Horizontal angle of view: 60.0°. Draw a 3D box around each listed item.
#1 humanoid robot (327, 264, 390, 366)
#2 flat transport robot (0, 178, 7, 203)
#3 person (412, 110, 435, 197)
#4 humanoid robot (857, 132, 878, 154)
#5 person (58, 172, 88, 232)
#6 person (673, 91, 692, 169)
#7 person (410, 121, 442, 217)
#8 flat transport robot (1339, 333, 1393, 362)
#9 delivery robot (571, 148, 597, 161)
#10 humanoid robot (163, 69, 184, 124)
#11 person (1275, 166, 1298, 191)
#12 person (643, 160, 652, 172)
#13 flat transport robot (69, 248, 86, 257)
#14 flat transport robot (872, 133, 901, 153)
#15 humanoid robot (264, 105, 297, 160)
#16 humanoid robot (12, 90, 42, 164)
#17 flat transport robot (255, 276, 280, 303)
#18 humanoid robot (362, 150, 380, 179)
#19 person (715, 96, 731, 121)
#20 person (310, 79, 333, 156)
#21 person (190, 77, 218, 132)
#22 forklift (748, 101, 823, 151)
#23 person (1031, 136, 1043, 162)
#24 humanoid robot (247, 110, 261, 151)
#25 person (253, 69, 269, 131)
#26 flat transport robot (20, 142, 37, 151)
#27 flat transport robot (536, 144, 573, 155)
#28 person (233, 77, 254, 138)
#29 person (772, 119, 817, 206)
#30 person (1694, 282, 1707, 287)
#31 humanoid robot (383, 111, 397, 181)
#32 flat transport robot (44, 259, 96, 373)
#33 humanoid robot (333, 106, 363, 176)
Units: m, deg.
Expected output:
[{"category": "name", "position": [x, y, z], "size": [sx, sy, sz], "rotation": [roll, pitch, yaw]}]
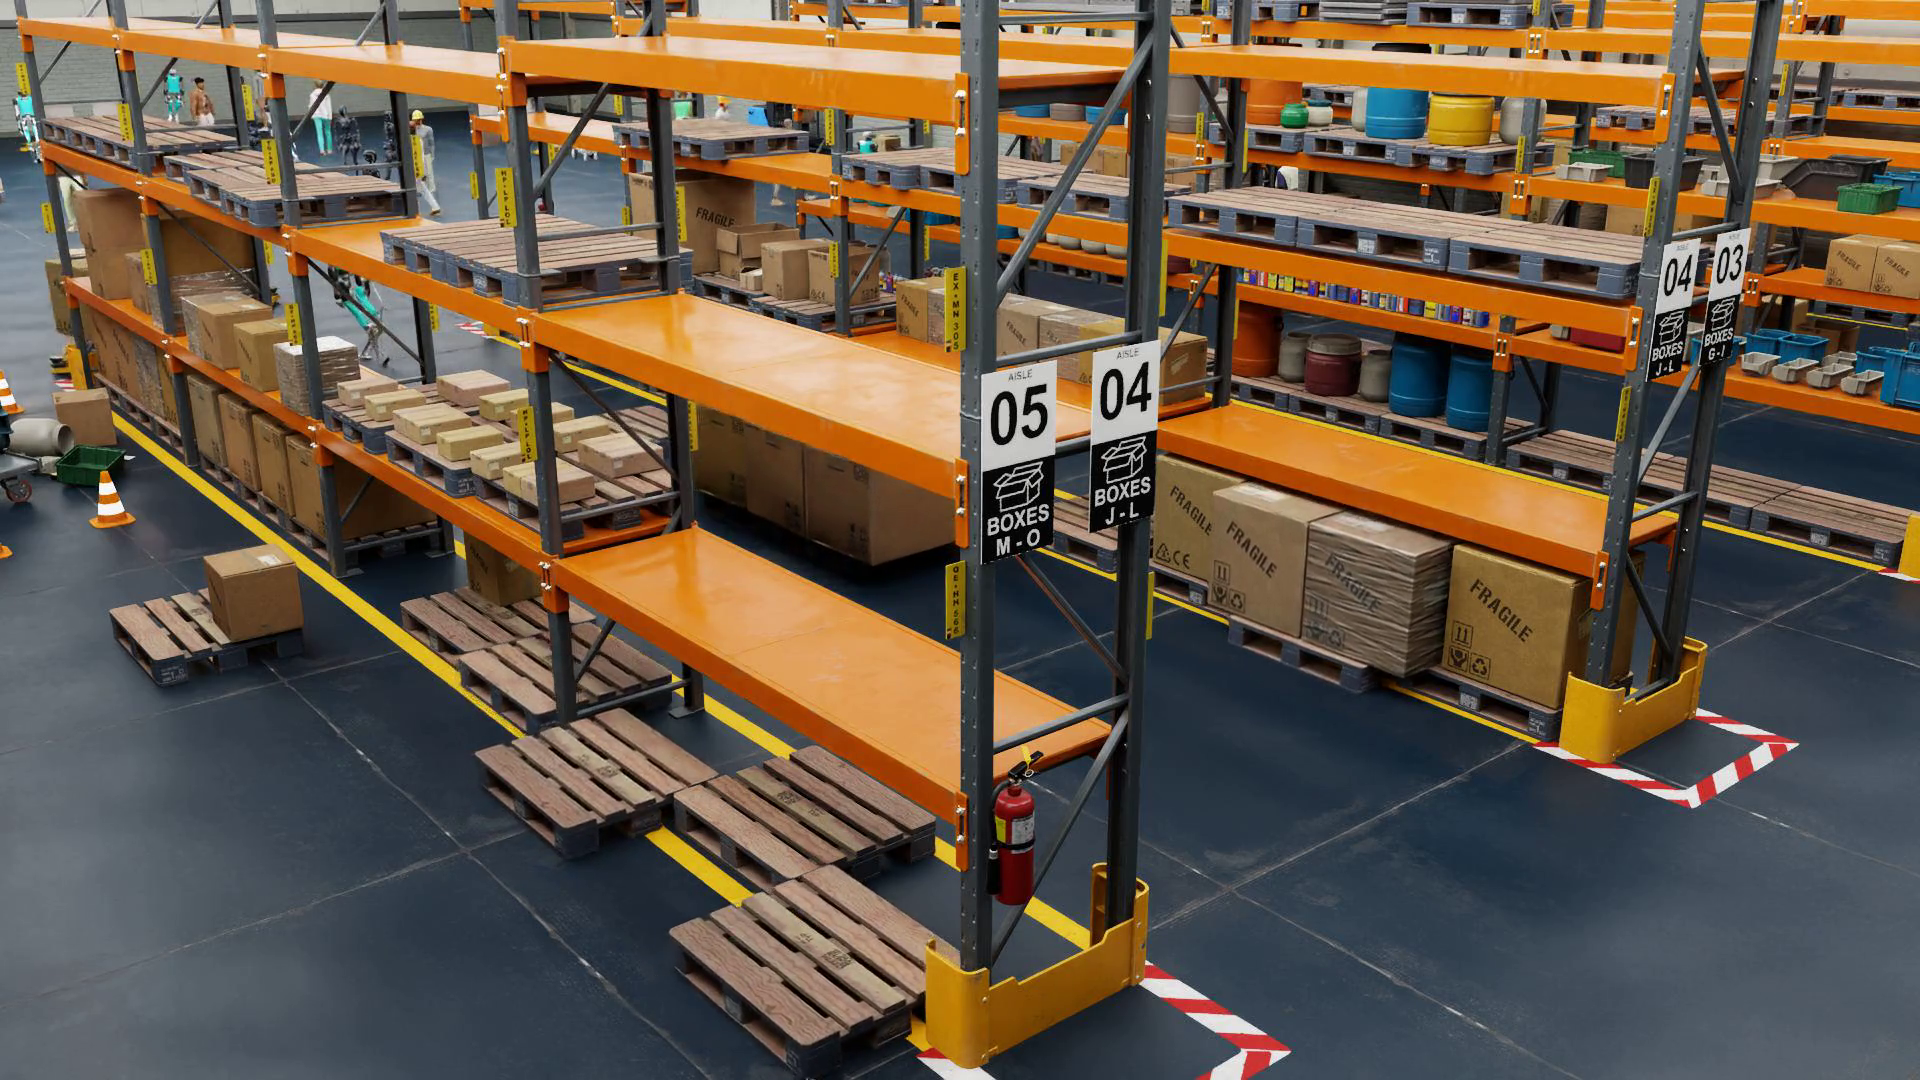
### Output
[{"category": "humanoid robot", "position": [-7.250, -2.975, 20.289], "size": [0.869, 1.844, 0.555], "rotation": [11, 22, 29]}, {"category": "flat transport robot", "position": [-19.140, -6.313, 31.903], "size": [0.659, 0.231, 1.431], "rotation": [-1, 19, -3]}, {"category": "person", "position": [-11.120, -7.977, 34.378], "size": [0.532, 1.766, 0.326], "rotation": [0, 19, 1]}, {"category": "humanoid robot", "position": [-1.555, -6.631, 30.572], "size": [0.970, 1.738, 0.547], "rotation": [-15, 25, -37]}, {"category": "person", "position": [-16.096, -6.525, 30.065], "size": [0.575, 1.878, 0.454], "rotation": [-5, 20, -15]}, {"category": "person", "position": [-6.375, -9.567, 38.661], "size": [0.518, 1.923, 0.939], "rotation": [4, 20, 10]}, {"category": "person", "position": [-10.353, -7.013, 31.543], "size": [0.952, 1.835, 0.576], "rotation": [-9, 21, -25]}, {"category": "flat transport robot", "position": [4.882, -2.298, 20.477], "size": [0.659, 0.231, 1.431], "rotation": [-13, 23, -33]}, {"category": "delivery robot", "position": [-9.219, -9.616, 40.901], "size": [0.499, 0.614, 0.815], "rotation": [-12, 23, -31]}, {"category": "humanoid robot", "position": [-22.281, -12.427, 47.104], "size": [0.587, 1.786, 0.807], "rotation": [-12, 23, -31]}, {"category": "person", "position": [5.318, -5.477, 27.166], "size": [0.388, 1.836, 0.559], "rotation": [14, 24, 35]}, {"category": "person", "position": [-5.196, -5.939, 28.307], "size": [0.370, 1.955, 0.602], "rotation": [0, 19, 0]}, {"category": "flat transport robot", "position": [-12.408, -3.682, 24.416], "size": [0.659, 0.231, 1.431], "rotation": [18, 26, 41]}, {"category": "flat transport robot", "position": [-1.701, -8.309, 37.582], "size": [1.431, 0.231, 0.659], "rotation": [14, 24, 35]}, {"category": "humanoid robot", "position": [-15.303, -9.087, 37.765], "size": [0.756, 1.897, 0.541], "rotation": [11, 22, 29]}, {"category": "humanoid robot", "position": [-22.274, -9.858, 39.858], "size": [0.531, 1.773, 1.012], "rotation": [-11, 22, -29]}, {"category": "flat transport robot", "position": [-10.553, -3.450, 23.754], "size": [1.431, 0.231, 0.659], "rotation": [-1, 19, -4]}, {"category": "humanoid robot", "position": [-9.946, -5.772, 28.217], "size": [0.315, 1.657, 0.599], "rotation": [-6, 20, -17]}, {"category": "person", "position": [-5.195, -8.879, 36.779], "size": [0.547, 1.880, 0.564], "rotation": [6, 20, 16]}, {"category": "person", "position": [-15.988, -10.600, 41.682], "size": [0.487, 1.875, 0.963], "rotation": [-6, 20, -15]}, {"category": "person", "position": [-19.523, -10.995, 42.857], "size": [0.597, 1.837, 0.790], "rotation": [7, 21, 20]}, {"category": "forklift", "position": [-4.526, -11.368, 42.374], "size": [1.129, 2.768, 1.873], "rotation": [-15, 24, -37]}, {"category": "person", "position": [1.363, -6.729, 30.848], "size": [0.410, 1.757, 0.550], "rotation": [11, 22, 29]}, {"category": "humanoid robot", "position": [-16.391, -9.373, 38.585], "size": [0.769, 1.652, 0.585], "rotation": [3, 20, 9]}, {"category": "person", "position": [-19.915, -12.639, 47.513], "size": [0.411, 1.865, 0.517], "rotation": [9, 21, 24]}, {"category": "flat transport robot", "position": [-23.249, -10.100, 42.682], "size": [1.431, 0.231, 0.659], "rotation": [2, 19, 6]}, {"category": "flat transport robot", "position": [-10.044, -9.961, 42.284], "size": [0.659, 0.231, 1.431], "rotation": [11, 22, 28]}, {"category": "person", "position": [-19.625, -11.812, 45.429], "size": [0.752, 1.668, 0.545], "rotation": [12, 22, 30]}, {"category": "person", "position": [-3.354, -7.525, 33.198], "size": [0.940, 1.694, 0.477], "rotation": [1, 19, 2]}, {"category": "person", "position": [10.212, -3.762, 22.559], "size": [0.537, 1.657, 0.891], "rotation": [-16, 25, -38]}, {"category": "humanoid robot", "position": [-12.092, -8.352, 35.614], "size": [0.718, 1.631, 0.601], "rotation": [1, 19, 4]}, {"category": "flat transport robot", "position": [-10.326, -2.255, 20.353], "size": [1.431, 0.231, 0.659], "rotation": [-10, 22, -25]}, {"category": "humanoid robot", "position": [-13.549, -8.775, 36.836], "size": [0.608, 1.629, 0.730], "rotation": [-1, 19, -3]}]
